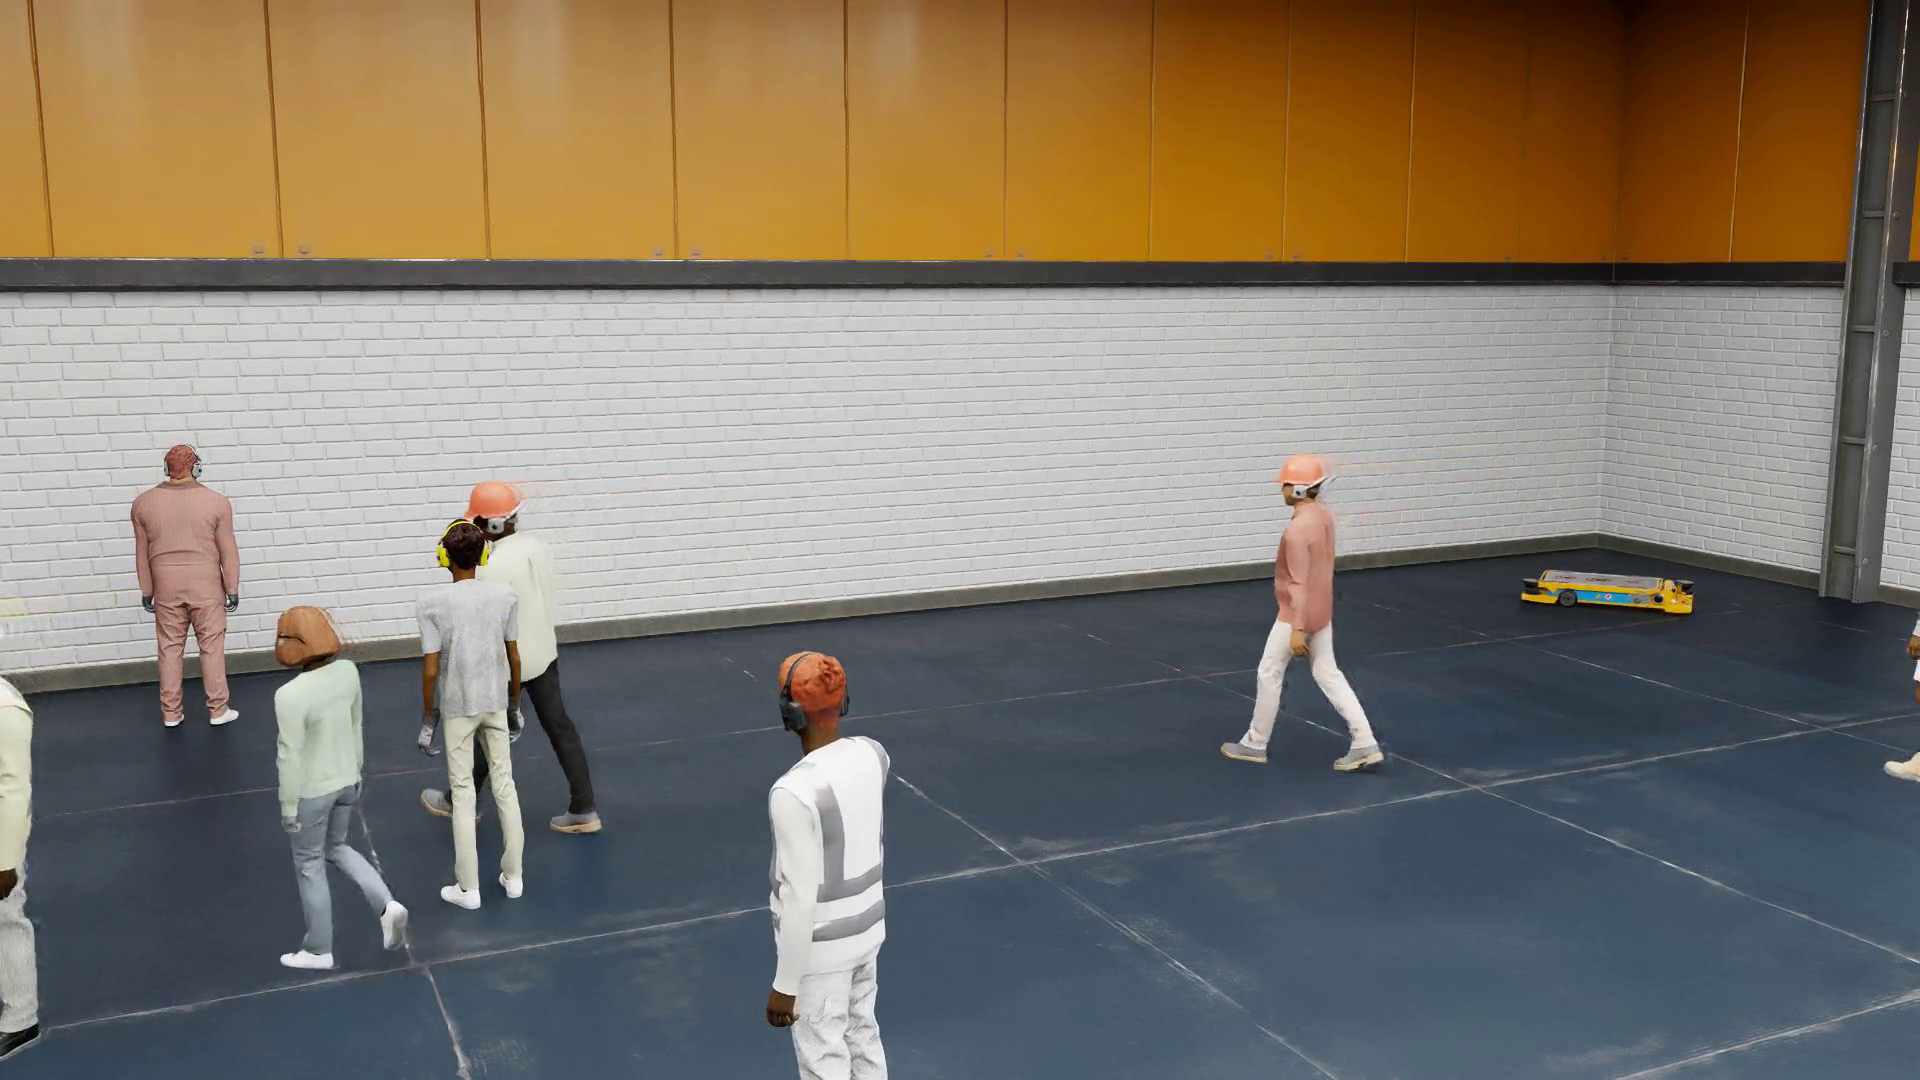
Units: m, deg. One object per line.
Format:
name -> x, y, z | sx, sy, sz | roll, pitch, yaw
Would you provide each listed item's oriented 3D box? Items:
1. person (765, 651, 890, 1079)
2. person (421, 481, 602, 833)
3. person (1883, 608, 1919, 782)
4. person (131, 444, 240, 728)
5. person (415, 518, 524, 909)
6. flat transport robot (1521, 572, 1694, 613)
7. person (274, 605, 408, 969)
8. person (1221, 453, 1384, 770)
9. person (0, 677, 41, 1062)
person -> -0.414, 1.270, 5.180 | 0.349, 1.881, 0.577 | 4, 10, 25
person -> -2.427, 0.635, 8.970 | 1.080, 1.928, 0.621 | 3, 10, 20
person -> 5.775, 0.490, 9.574 | 0.649, 2.023, 0.791 | -6, 11, -32
person -> -5.132, 0.309, 11.099 | 0.646, 1.902, 0.399 | -2, 9, -9
person -> -2.342, 0.828, 7.959 | 0.521, 1.873, 0.335 | -6, 11, -35
flat transport robot -> 5.913, 0.460, 15.189 | 1.431, 0.197, 0.652 | 4, 10, 24
person -> -2.712, 1.077, 7.169 | 0.495, 1.618, 0.520 | 3, 10, 18
person -> 2.139, 0.444, 10.115 | 0.999, 1.951, 0.633 | 6, 11, 33
person -> -3.768, 1.126, 6.264 | 0.628, 1.814, 0.518 | 5, 10, 28
